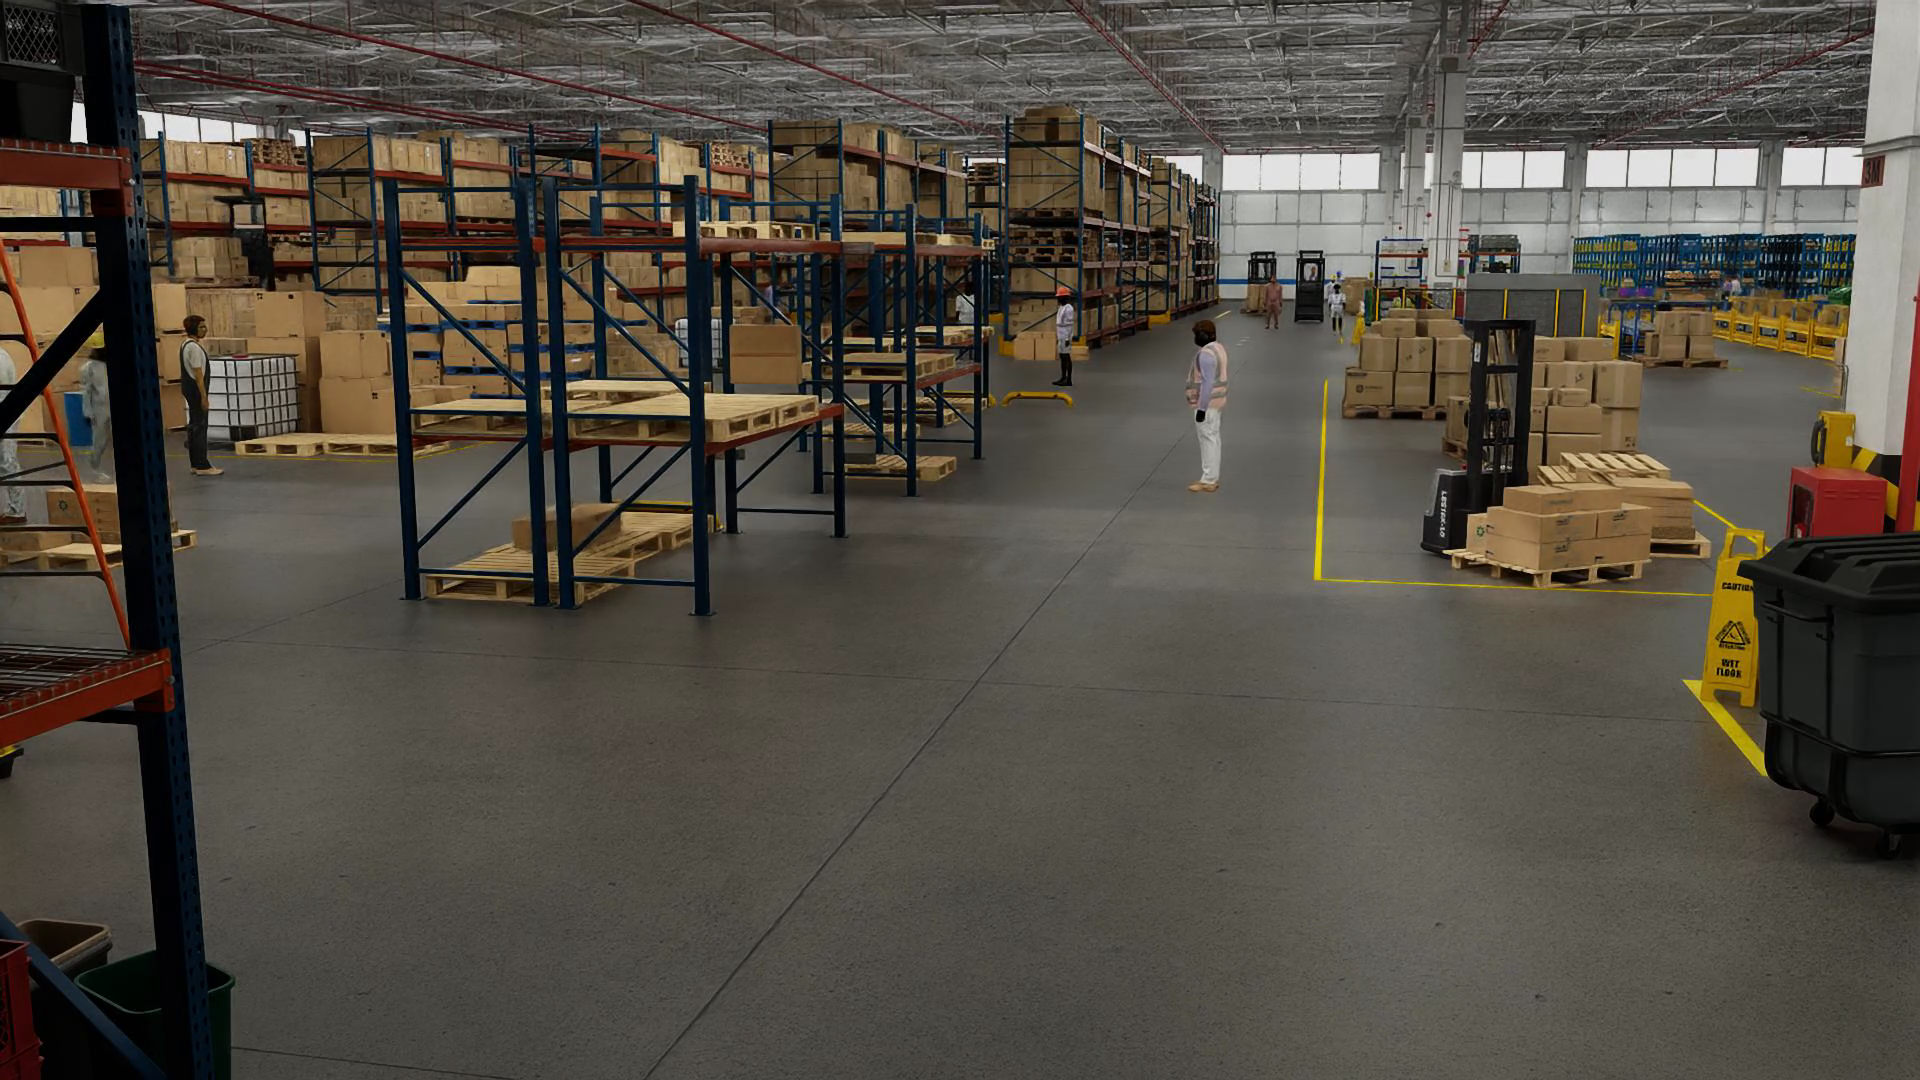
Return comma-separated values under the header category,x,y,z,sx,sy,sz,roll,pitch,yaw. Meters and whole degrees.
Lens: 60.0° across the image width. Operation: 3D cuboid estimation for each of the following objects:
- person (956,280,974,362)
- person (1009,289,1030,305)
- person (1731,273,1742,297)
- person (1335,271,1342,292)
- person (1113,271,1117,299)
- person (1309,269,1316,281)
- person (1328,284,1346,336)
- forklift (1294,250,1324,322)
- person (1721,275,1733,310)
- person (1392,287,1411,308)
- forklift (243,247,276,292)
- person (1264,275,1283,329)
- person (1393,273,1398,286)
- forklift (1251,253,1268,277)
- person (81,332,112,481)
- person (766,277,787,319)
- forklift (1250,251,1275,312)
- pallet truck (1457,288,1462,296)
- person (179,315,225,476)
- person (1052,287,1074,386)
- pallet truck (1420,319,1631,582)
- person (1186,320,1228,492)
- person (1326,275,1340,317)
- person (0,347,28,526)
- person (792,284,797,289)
category,x,y,z,sx,sy,sz,roll,pitch,yaw
person,0.190,-5.295,40.263,0.610,1.963,0.365,-3,10,-18
person,1.885,-7.348,52.718,0.689,1.865,0.445,-1,10,-6
person,33.393,-10.566,71.759,0.814,1.879,0.644,6,11,32
person,18.158,-11.985,80.022,0.654,1.920,0.462,-8,12,-38
person,8.058,-12.909,85.673,0.671,1.849,0.984,0,10,2
person,19.671,-14.126,92.650,0.554,1.934,0.378,-8,12,-39
person,12.181,-7.442,53.798,0.563,1.680,0.404,3,10,18
forklift,13.778,-10.002,65.433,1.129,2.768,1.873,2,10,12
person,32.723,-10.412,71.051,0.460,1.805,0.609,6,11,31
person,12.494,-6.316,47.111,0.539,1.693,0.319,6,12,34
forklift,-20.036,-6.999,47.653,1.129,2.768,1.873,2,10,12
person,11.178,-8.490,59.364,0.651,1.906,0.403,2,10,11
person,23.088,-13.290,88.300,0.485,1.735,0.347,-6,11,-33
forklift,15.889,-13.882,88.412,1.129,2.768,1.873,2,10,12
person,-9.286,-1.415,18.064,0.755,1.710,0.504,9,13,43
person,-5.698,-7.265,52.087,0.651,1.908,0.815,4,10,22
forklift,13.723,-11.629,75.071,1.129,2.768,1.873,2,10,12
pallet truck,20.506,-9.785,68.819,0.653,1.274,1.630,2,10,12
person,-8.702,-1.647,19.022,0.345,1.846,0.506,-7,12,-36
person,2.021,-3.978,32.548,0.356,1.937,0.552,-3,10,-19
pallet truck,4.543,-0.757,13.299,0.823,1.965,1.885,-4,10,-22
person,2.623,-1.425,17.742,0.430,1.835,0.625,4,10,21
person,15.958,-10.444,71.174,0.597,1.821,0.569,1,10,6
person,-8.917,-1.083,15.452,0.367,1.932,0.623,-6,11,-32
person,-7.300,-10.939,74.394,0.540,1.733,0.825,4,10,22
